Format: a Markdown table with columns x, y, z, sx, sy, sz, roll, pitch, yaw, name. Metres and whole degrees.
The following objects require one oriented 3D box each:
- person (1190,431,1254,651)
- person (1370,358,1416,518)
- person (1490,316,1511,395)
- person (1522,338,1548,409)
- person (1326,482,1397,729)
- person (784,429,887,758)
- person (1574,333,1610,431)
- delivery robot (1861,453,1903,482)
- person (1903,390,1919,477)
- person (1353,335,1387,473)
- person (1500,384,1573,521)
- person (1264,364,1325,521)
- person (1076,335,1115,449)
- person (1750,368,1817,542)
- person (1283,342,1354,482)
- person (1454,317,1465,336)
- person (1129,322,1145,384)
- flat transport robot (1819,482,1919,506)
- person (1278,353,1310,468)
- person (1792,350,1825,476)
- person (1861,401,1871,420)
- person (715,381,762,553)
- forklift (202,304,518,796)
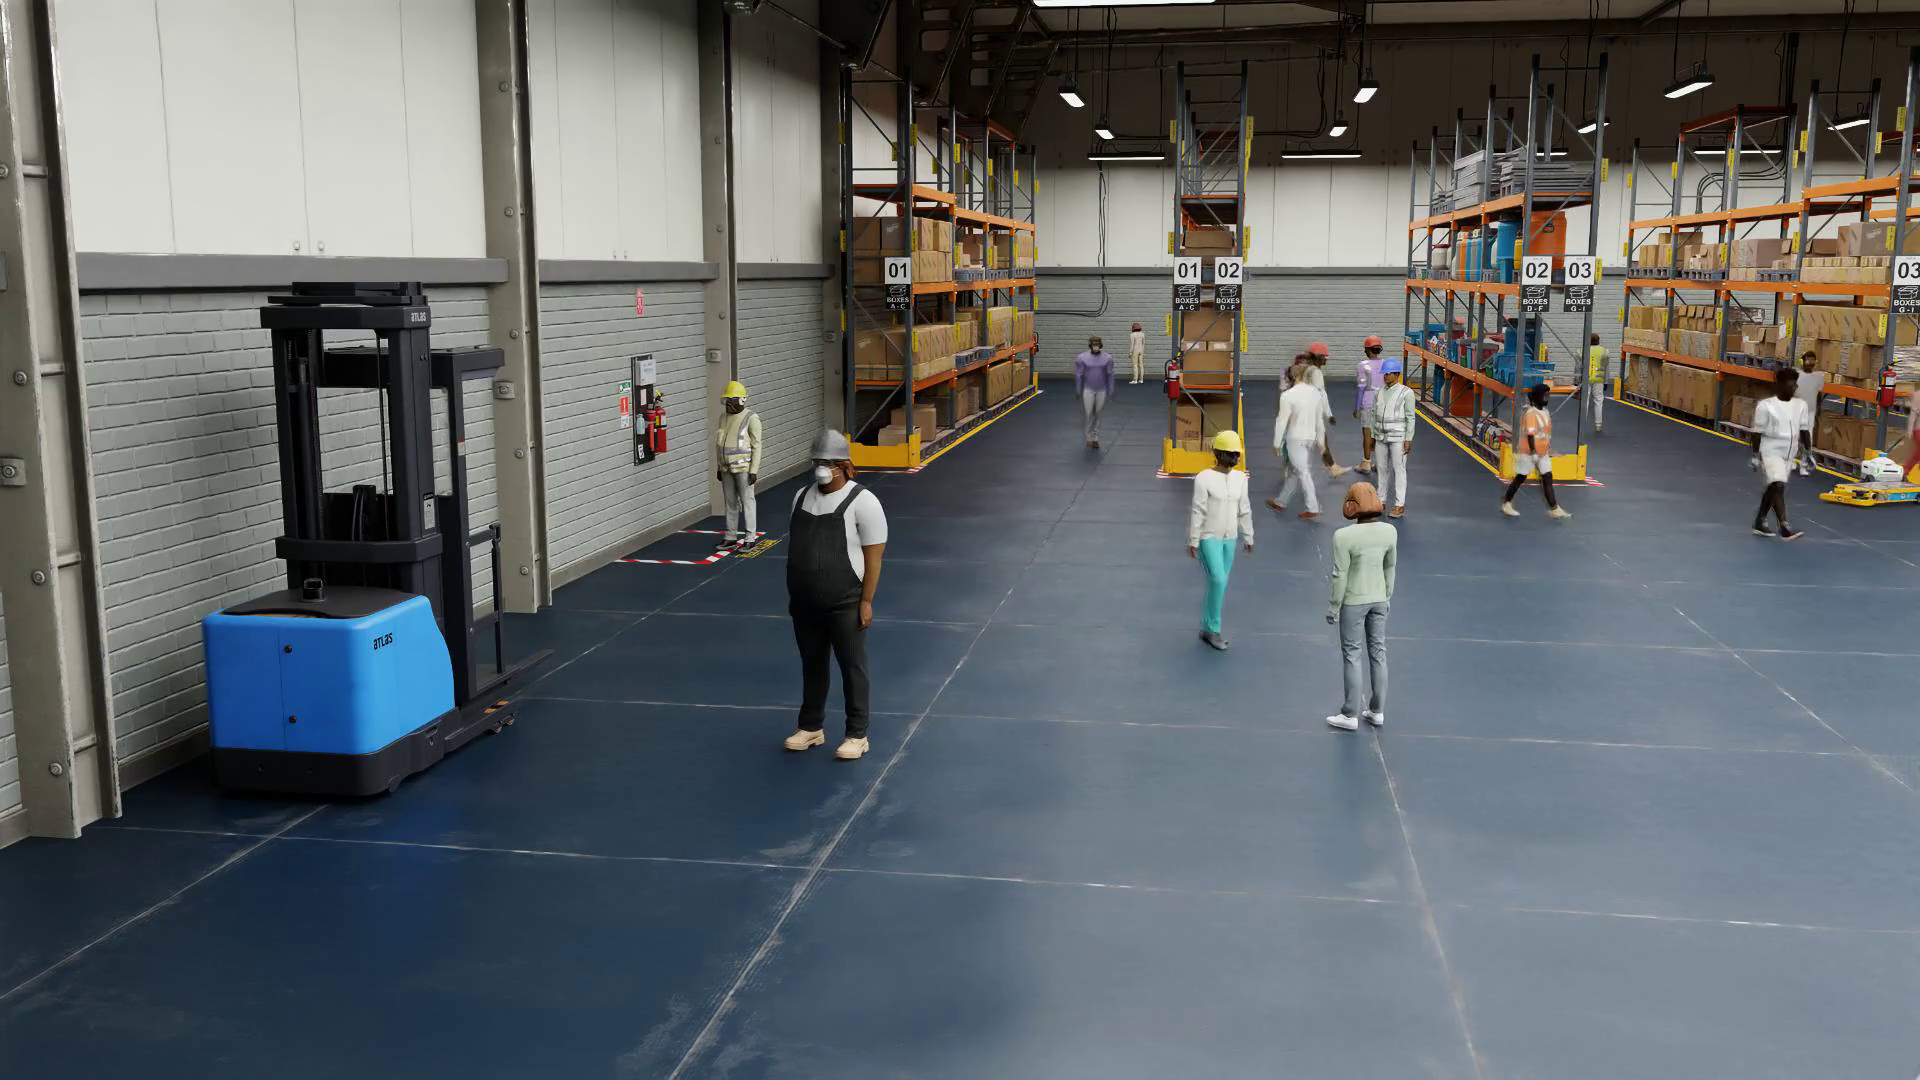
| x | y | z | sx | sy | sz | roll | pitch | yaw | name |
| --- | --- | --- | --- | --- | --- | --- | --- | --- | --- |
| 2.109 | 0.000 | 13.264 | 0.547 | 1.743 | 0.596 | -6 | 11 | -33 | person |
| 5.277 | -1.256 | 20.395 | 0.404 | 1.945 | 0.616 | -7 | 12 | -37 | person |
| 13.092 | -4.433 | 40.042 | 1.017 | 1.942 | 0.628 | -6 | 11 | -34 | person |
| 12.565 | -3.682 | 36.309 | 0.513 | 1.639 | 0.311 | 7 | 12 | 38 | person |
| 2.646 | 0.429 | 10.972 | 0.497 | 1.633 | 0.287 | -4 | 10 | -25 | person |
| -0.823 | 0.352 | 10.328 | 0.683 | 2.000 | 0.537 | 5 | 11 | 30 | person |
| 11.874 | -2.970 | 31.295 | 0.624 | 1.844 | 0.430 | 2 | 9 | 14 | person |
| 12.531 | -0.945 | 22.603 | 0.477 | 0.478 | 0.707 | 2 | 9 | 12 | delivery robot |
| 13.203 | -1.517 | 22.774 | 0.558 | 1.720 | 0.851 | -3 | 10 | -15 | person |
| 6.157 | -2.033 | 24.894 | 0.605 | 2.045 | 0.381 | -4 | 10 | -22 | person |
| 6.975 | -1.066 | 20.140 | 0.545 | 1.646 | 0.888 | -9 | 13 | -44 | person |
| 4.065 | -1.199 | 20.297 | 0.664 | 1.860 | 1.057 | -7 | 12 | -38 | person |
| 2.304 | -2.490 | 28.104 | 0.651 | 1.909 | 0.799 | -1 | 9 | -3 | person |
| 9.239 | -0.952 | 18.572 | 0.626 | 1.916 | 0.964 | -2 | 10 | -14 | person |
| 5.138 | -1.823 | 23.773 | 1.062 | 1.980 | 0.627 | 1 | 9 | 4 | person |
| 12.240 | -4.568 | 41.070 | 1.037 | 1.873 | 0.554 | -5 | 11 | -29 | person |
| 4.707 | -4.975 | 44.298 | 0.499 | 1.633 | 0.279 | -7 | 12 | -37 | person |
| 12.056 | -0.615 | 21.732 | 1.431 | 0.197 | 0.652 | -3 | 10 | -19 | flat transport robot |
| 5.074 | -1.941 | 25.148 | 0.591 | 1.789 | 0.991 | 1 | 9 | 6 | person |
| 12.541 | -1.913 | 24.765 | 0.531 | 1.845 | 0.826 | 3 | 10 | 16 | person |
| 17.243 | -2.901 | 31.271 | 0.505 | 1.716 | 0.760 | 1 | 9 | 7 | person |
| -2.400 | -0.786 | 17.855 | 0.592 | 1.833 | 0.404 | 6 | 11 | 34 | person |
| -3.673 | -0.038 | 10.147 | 1.129 | 2.768 | 1.873 | 1 | 9 | 9 | forklift |
